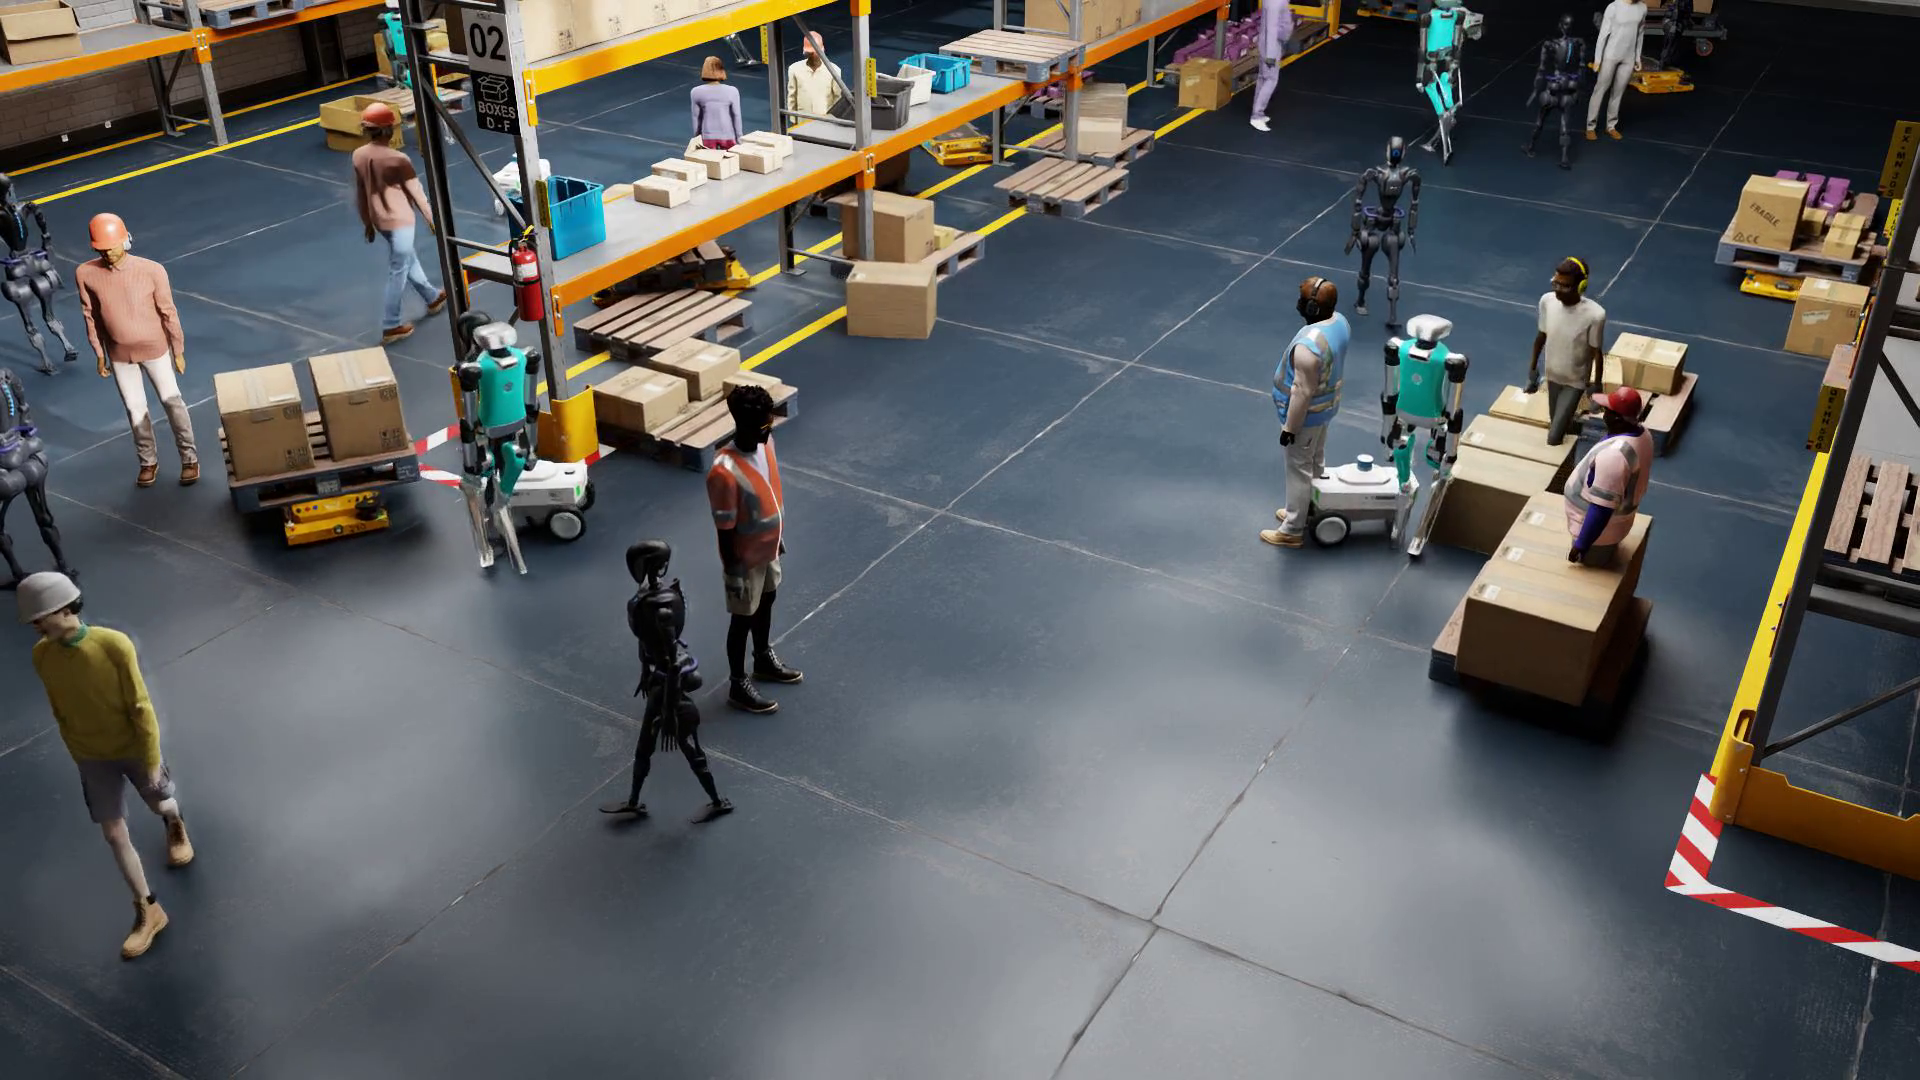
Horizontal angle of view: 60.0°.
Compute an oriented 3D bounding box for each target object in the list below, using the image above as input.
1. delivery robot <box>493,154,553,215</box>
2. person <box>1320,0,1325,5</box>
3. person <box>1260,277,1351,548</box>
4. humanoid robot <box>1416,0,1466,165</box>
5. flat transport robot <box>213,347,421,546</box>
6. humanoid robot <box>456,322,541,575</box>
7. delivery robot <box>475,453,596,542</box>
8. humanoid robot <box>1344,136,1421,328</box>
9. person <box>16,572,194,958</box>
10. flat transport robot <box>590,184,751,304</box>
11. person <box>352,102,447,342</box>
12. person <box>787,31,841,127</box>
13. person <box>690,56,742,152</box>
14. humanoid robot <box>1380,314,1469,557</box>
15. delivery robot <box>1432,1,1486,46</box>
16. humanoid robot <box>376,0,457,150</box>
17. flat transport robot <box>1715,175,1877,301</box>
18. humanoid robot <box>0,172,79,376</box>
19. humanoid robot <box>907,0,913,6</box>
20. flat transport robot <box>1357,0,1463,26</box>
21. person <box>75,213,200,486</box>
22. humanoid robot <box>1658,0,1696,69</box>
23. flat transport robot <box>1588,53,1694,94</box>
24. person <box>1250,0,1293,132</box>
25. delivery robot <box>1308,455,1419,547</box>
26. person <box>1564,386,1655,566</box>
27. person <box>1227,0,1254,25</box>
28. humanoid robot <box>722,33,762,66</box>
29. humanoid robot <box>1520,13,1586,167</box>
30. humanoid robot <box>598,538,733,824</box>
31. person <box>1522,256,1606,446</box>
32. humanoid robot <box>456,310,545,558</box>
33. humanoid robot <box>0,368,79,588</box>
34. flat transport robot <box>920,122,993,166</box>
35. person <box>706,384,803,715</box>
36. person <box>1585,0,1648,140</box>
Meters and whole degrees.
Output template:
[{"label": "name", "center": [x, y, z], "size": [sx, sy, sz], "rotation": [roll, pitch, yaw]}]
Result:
[{"label": "delivery robot", "center": [-4.524, -3.692, 17.173], "size": [0.499, 0.585, 0.772], "rotation": [8, 30, 13]}, {"label": "person", "center": [5.585, -9.181, 25.625], "size": [0.634, 1.798, 0.763], "rotation": [-20, 35, -31]}, {"label": "person", "center": [2.236, -0.828, 10.809], "size": [0.429, 1.844, 0.625], "rotation": [16, 33, 26]}, {"label": "humanoid robot", "center": [5.438, -5.061, 18.427], "size": [0.540, 1.782, 0.918], "rotation": [-8, 30, -14]}, {"label": "flat transport robot", "center": [-4.453, -0.410, 11.666], "size": [0.659, 0.231, 1.431], "rotation": [-13, 32, -21]}, {"label": "humanoid robot", "center": [-2.981, -0.580, 10.498], "size": [0.810, 1.786, 0.560], "rotation": [26, 38, 38]}, {"label": "delivery robot", "center": [-2.848, -0.305, 11.206], "size": [0.808, 0.610, 0.499], "rotation": [-2, 30, -3]}, {"label": "humanoid robot", "center": [3.616, -2.625, 14.187], "size": [0.612, 1.626, 0.748], "rotation": [-1, 29, -2]}, {"label": "person", "center": [-3.905, 0.935, 7.688], "size": [0.480, 1.835, 0.902], "rotation": [-5, 30, -10]}, {"label": "flat transport robot", "center": [-2.697, -2.424, 15.229], "size": [1.431, 0.231, 0.659], "rotation": [-11, 31, -18]}, {"label": "person", "center": [-4.712, -2.720, 14.057], "size": [0.621, 1.944, 0.986], "rotation": [18, 34, 28]}, {"label": "person", "center": [-1.490, -4.342, 17.111], "size": [0.561, 1.753, 0.320], "rotation": [-1, 29, -2]}, {"label": "person", "center": [-2.420, -4.009, 16.654], "size": [0.498, 1.629, 0.288], "rotation": [2, 30, 3]}, {"label": "humanoid robot", "center": [2.999, -0.606, 10.638], "size": [0.540, 1.892, 0.750], "rotation": [22, 36, 34]}, {"label": "delivery robot", "center": [7.059, -7.351, 23.640], "size": [0.499, 0.581, 0.777], "rotation": [-21, 36, -33]}, {"label": "humanoid robot", "center": [-6.119, -5.321, 18.874], "size": [0.569, 1.785, 0.864], "rotation": [1, 29, 2]}, {"label": "flat transport robot", "center": [7.715, -2.534, 15.424], "size": [0.659, 0.231, 1.431], "rotation": [17, 34, 27]}, {"label": "humanoid robot", "center": [-7.424, -2.092, 13.219], "size": [0.412, 1.644, 0.602], "rotation": [19, 35, 30]}, {"label": "humanoid robot", "center": [-0.842, -9.184, 25.815], "size": [0.610, 1.632, 0.786], "rotation": [0, 29, 0]}, {"label": "flat transport robot", "center": [6.769, -7.926, 24.963], "size": [1.431, 0.231, 0.659], "rotation": [21, 36, 33]}, {"label": "person", "center": [-5.691, -1.309, 11.519], "size": [0.610, 1.986, 0.402], "rotation": [-4, 30, -7]}, {"label": "humanoid robot", "center": [9.198, -6.649, 21.261], "size": [0.315, 1.655, 0.599], "rotation": [25, 38, 37]}, {"label": "flat transport robot", "center": [8.903, -6.116, 21.760], "size": [0.659, 0.231, 1.431], "rotation": [-6, 30, -11]}, {"label": "person", "center": [3.692, -5.792, 19.553], "size": [0.404, 1.891, 0.778], "rotation": [4, 30, 7]}, {"label": "delivery robot", "center": [2.647, -0.275, 11.157], "size": [0.785, 0.614, 0.502], "rotation": [0, 29, 0]}, {"label": "person", "center": [3.664, -0.080, 9.574], "size": [0.420, 1.754, 0.603], "rotation": [18, 34, 29]}, {"label": "person", "center": [4.140, -8.476, 24.345], "size": [0.514, 1.841, 0.347], "rotation": [-16, 33, -26]}, {"label": "humanoid robot", "center": [-2.927, -7.090, 21.857], "size": [0.735, 1.677, 0.533], "rotation": [-25, 38, -37]}, {"label": "humanoid robot", "center": [6.599, -4.980, 18.366], "size": [0.601, 1.622, 0.786], "rotation": [-5, 30, -9]}, {"label": "humanoid robot", "center": [-1.502, 0.746, 8.211], "size": [0.691, 1.637, 0.587], "rotation": [-13, 32, -22]}, {"label": "person", "center": [4.038, -1.055, 11.253], "size": [0.809, 1.812, 0.562], "rotation": [-16, 33, -27]}, {"label": "humanoid robot", "center": [-2.992, -0.718, 10.785], "size": [0.395, 1.641, 0.597], "rotation": [-12, 32, -21]}, {"label": "humanoid robot", "center": [-5.929, -0.487, 10.378], "size": [0.424, 1.645, 0.597], "rotation": [4, 30, 7]}, {"label": "flat transport robot", "center": [-0.127, -4.599, 19.077], "size": [0.659, 0.231, 1.431], "rotation": [-10, 31, -18]}, {"label": "person", "center": [-1.137, 0.040, 9.158], "size": [0.368, 1.957, 0.604], "rotation": [10, 31, 17]}, {"label": "person", "center": [7.574, -5.555, 19.117], "size": [0.582, 1.894, 0.372], "rotation": [-5, 30, -8]}]
